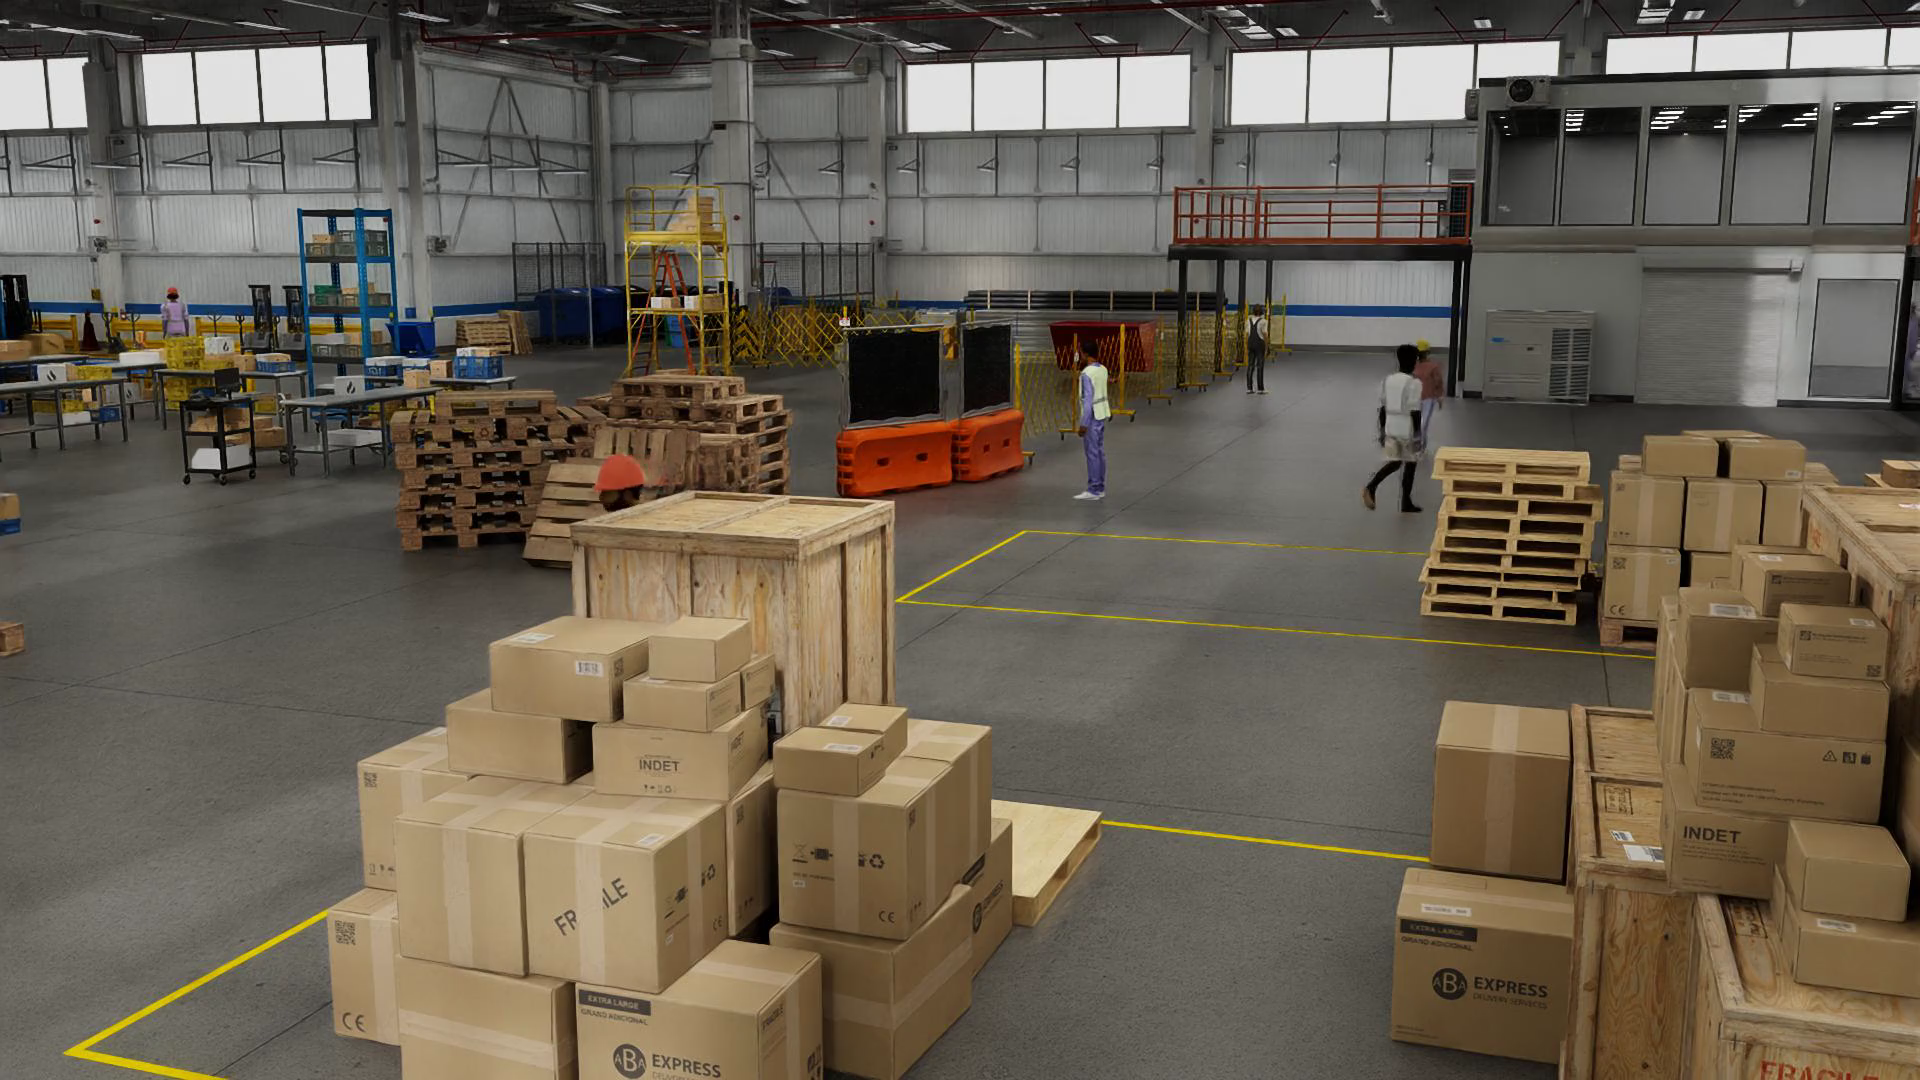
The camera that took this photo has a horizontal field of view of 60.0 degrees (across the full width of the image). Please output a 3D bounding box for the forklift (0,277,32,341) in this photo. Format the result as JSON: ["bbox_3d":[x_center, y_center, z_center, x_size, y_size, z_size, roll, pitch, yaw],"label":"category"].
[{"bbox_3d":[-27.151,-6.329,46.328,1.157,1.987,2.680,3,11,17],"label":"forklift"}]

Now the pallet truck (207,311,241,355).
[{"bbox_3d":[-19.537,-5.575,44.913,0.653,1.274,1.630,3,11,19],"label":"pallet truck"}]

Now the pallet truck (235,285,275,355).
[{"bbox_3d":[-18.327,-5.835,44.421,0.823,1.965,1.885,4,11,23],"label":"pallet truck"}]

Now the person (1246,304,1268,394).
[{"bbox_3d":[6.053,-3.888,33.885,0.508,1.847,0.345,8,13,38],"label":"person"}]

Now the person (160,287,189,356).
[{"bbox_3d":[-18.437,-4.911,39.089,0.608,2.044,0.371,-8,13,-39],"label":"person"}]

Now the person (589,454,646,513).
[{"bbox_3d":[-1.757,0.465,9.205,0.926,1.909,0.542,-7,12,-33],"label":"person"}]

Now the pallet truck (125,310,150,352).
[{"bbox_3d":[-22.038,-5.665,45.457,0.704,1.261,1.522,3,11,17],"label":"pallet truck"}]

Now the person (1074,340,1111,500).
[{"bbox_3d":[1.589,-1.433,19.870,0.390,1.914,0.587,4,11,23],"label":"person"}]

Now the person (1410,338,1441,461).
[{"bbox_3d":[6.614,-2.020,23.699,0.540,1.740,0.748,7,12,33],"label":"person"}]

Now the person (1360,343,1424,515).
[{"bbox_3d":[4.898,-1.229,18.627,0.679,1.946,0.611,-5,11,-26],"label":"person"}]

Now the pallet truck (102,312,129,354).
[{"bbox_3d":[-23.057,-5.777,46.261,0.680,1.201,1.601,3,11,19],"label":"pallet truck"}]

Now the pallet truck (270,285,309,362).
[{"bbox_3d":[-17.147,-5.700,43.663,0.823,1.965,1.885,3,11,17],"label":"pallet truck"}]
